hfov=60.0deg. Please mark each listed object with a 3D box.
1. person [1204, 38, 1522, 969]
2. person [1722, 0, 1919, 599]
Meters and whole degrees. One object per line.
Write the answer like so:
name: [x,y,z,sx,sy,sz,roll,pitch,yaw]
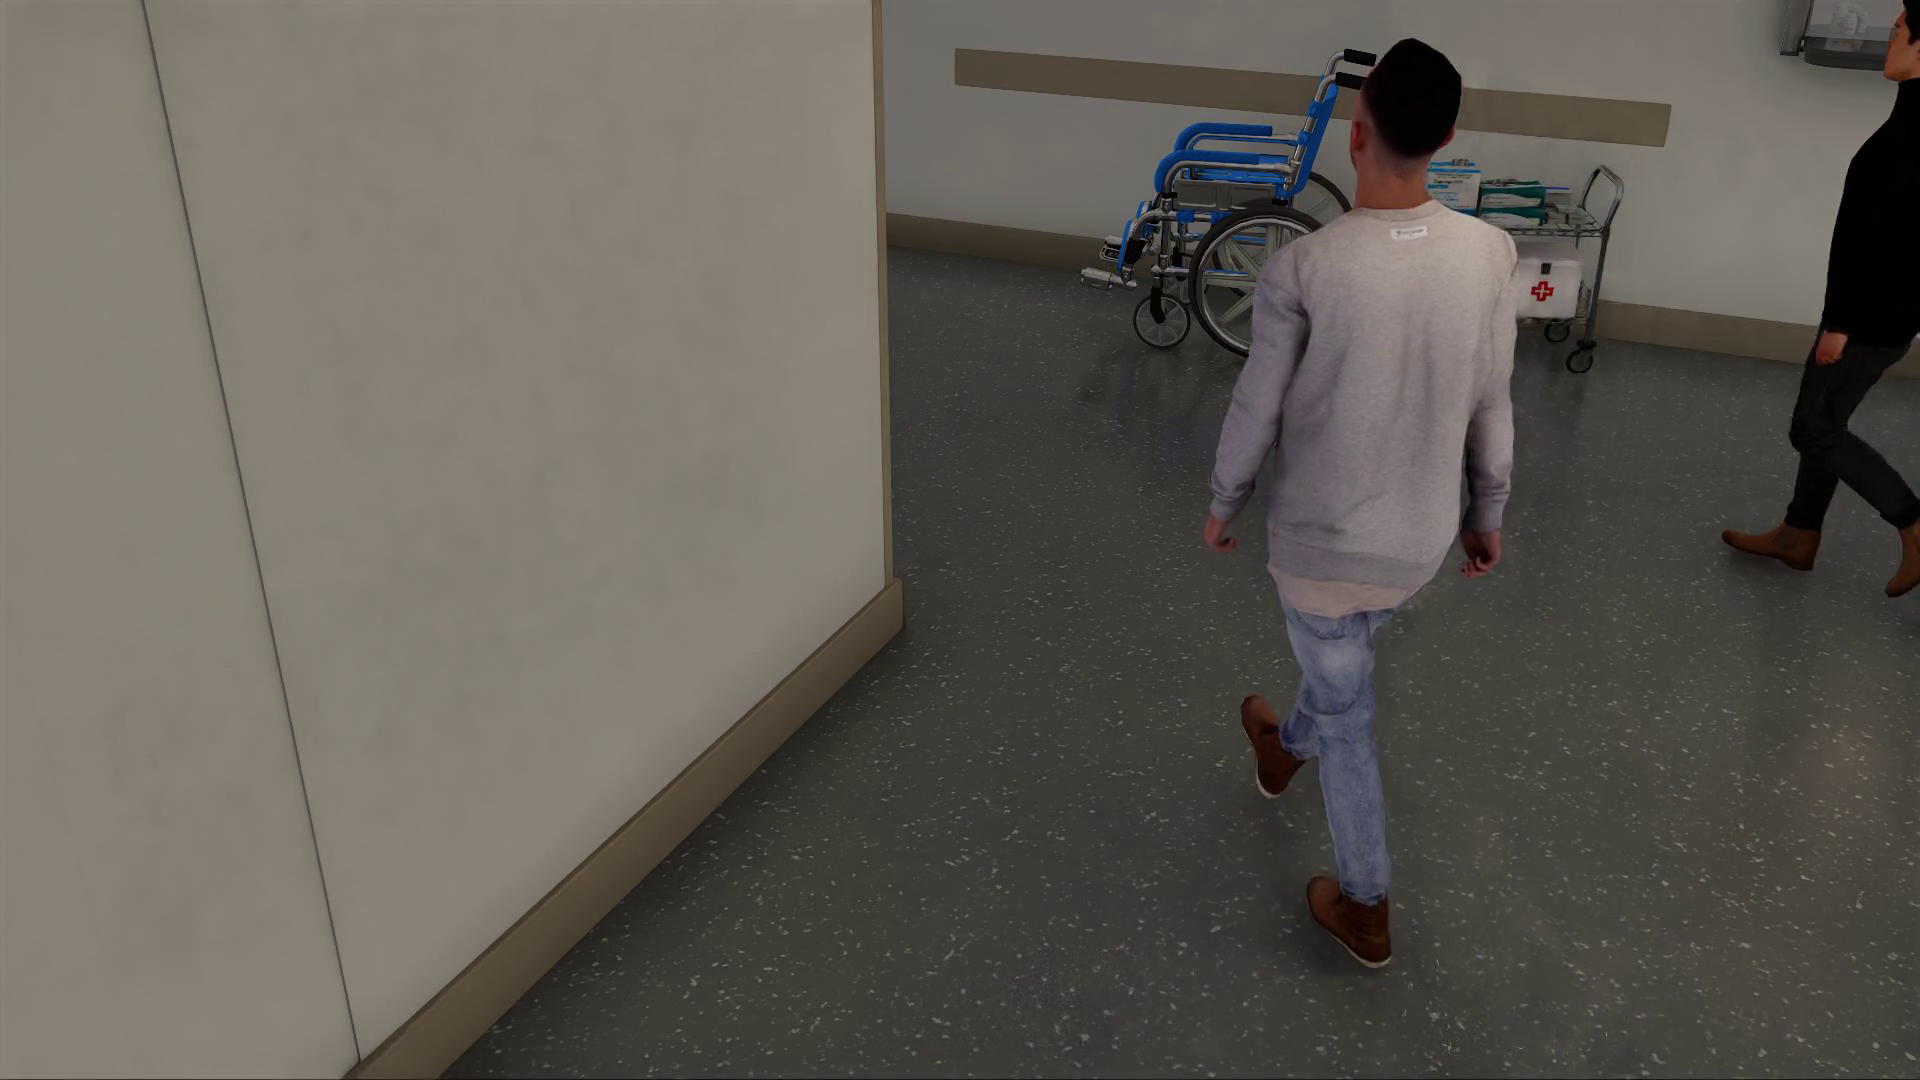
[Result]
person: [0.805,0.019,3.185,1.100,1.807,1.186,-7,27,-14]
person: [2.617,-0.637,4.655,0.851,1.711,0.905,21,33,36]
